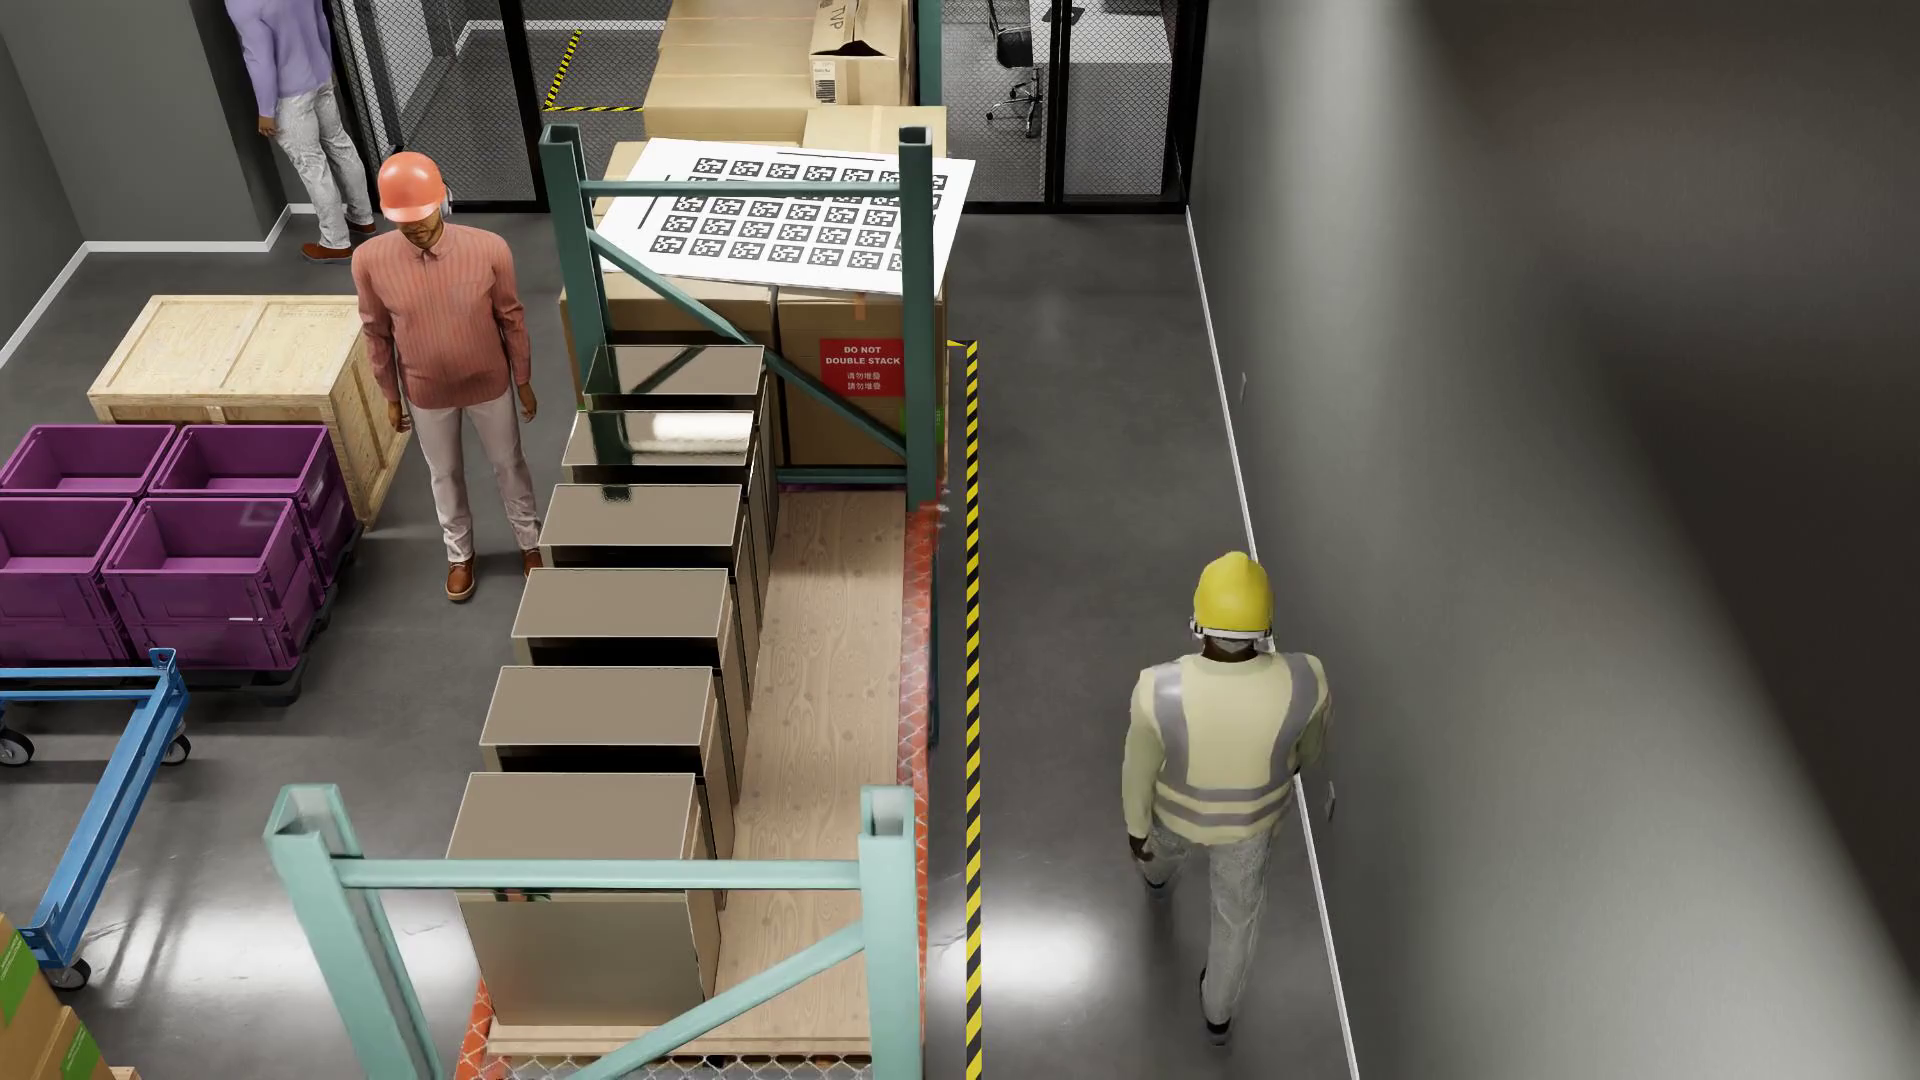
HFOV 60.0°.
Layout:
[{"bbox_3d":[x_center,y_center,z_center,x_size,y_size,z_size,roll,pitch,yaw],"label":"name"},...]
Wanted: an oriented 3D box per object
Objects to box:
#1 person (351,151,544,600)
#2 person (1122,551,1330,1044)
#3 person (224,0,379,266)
[{"bbox_3d":[-1.979,-0.620,6.553,0.612,1.995,0.375,-10,42,-11],"label":"person"},{"bbox_3d":[0.792,0.716,5.178,0.610,1.788,0.918,1,41,1],"label":"person"},{"bbox_3d":[-3.415,-2.337,8.558,0.355,1.938,0.634,11,42,12],"label":"person"}]
